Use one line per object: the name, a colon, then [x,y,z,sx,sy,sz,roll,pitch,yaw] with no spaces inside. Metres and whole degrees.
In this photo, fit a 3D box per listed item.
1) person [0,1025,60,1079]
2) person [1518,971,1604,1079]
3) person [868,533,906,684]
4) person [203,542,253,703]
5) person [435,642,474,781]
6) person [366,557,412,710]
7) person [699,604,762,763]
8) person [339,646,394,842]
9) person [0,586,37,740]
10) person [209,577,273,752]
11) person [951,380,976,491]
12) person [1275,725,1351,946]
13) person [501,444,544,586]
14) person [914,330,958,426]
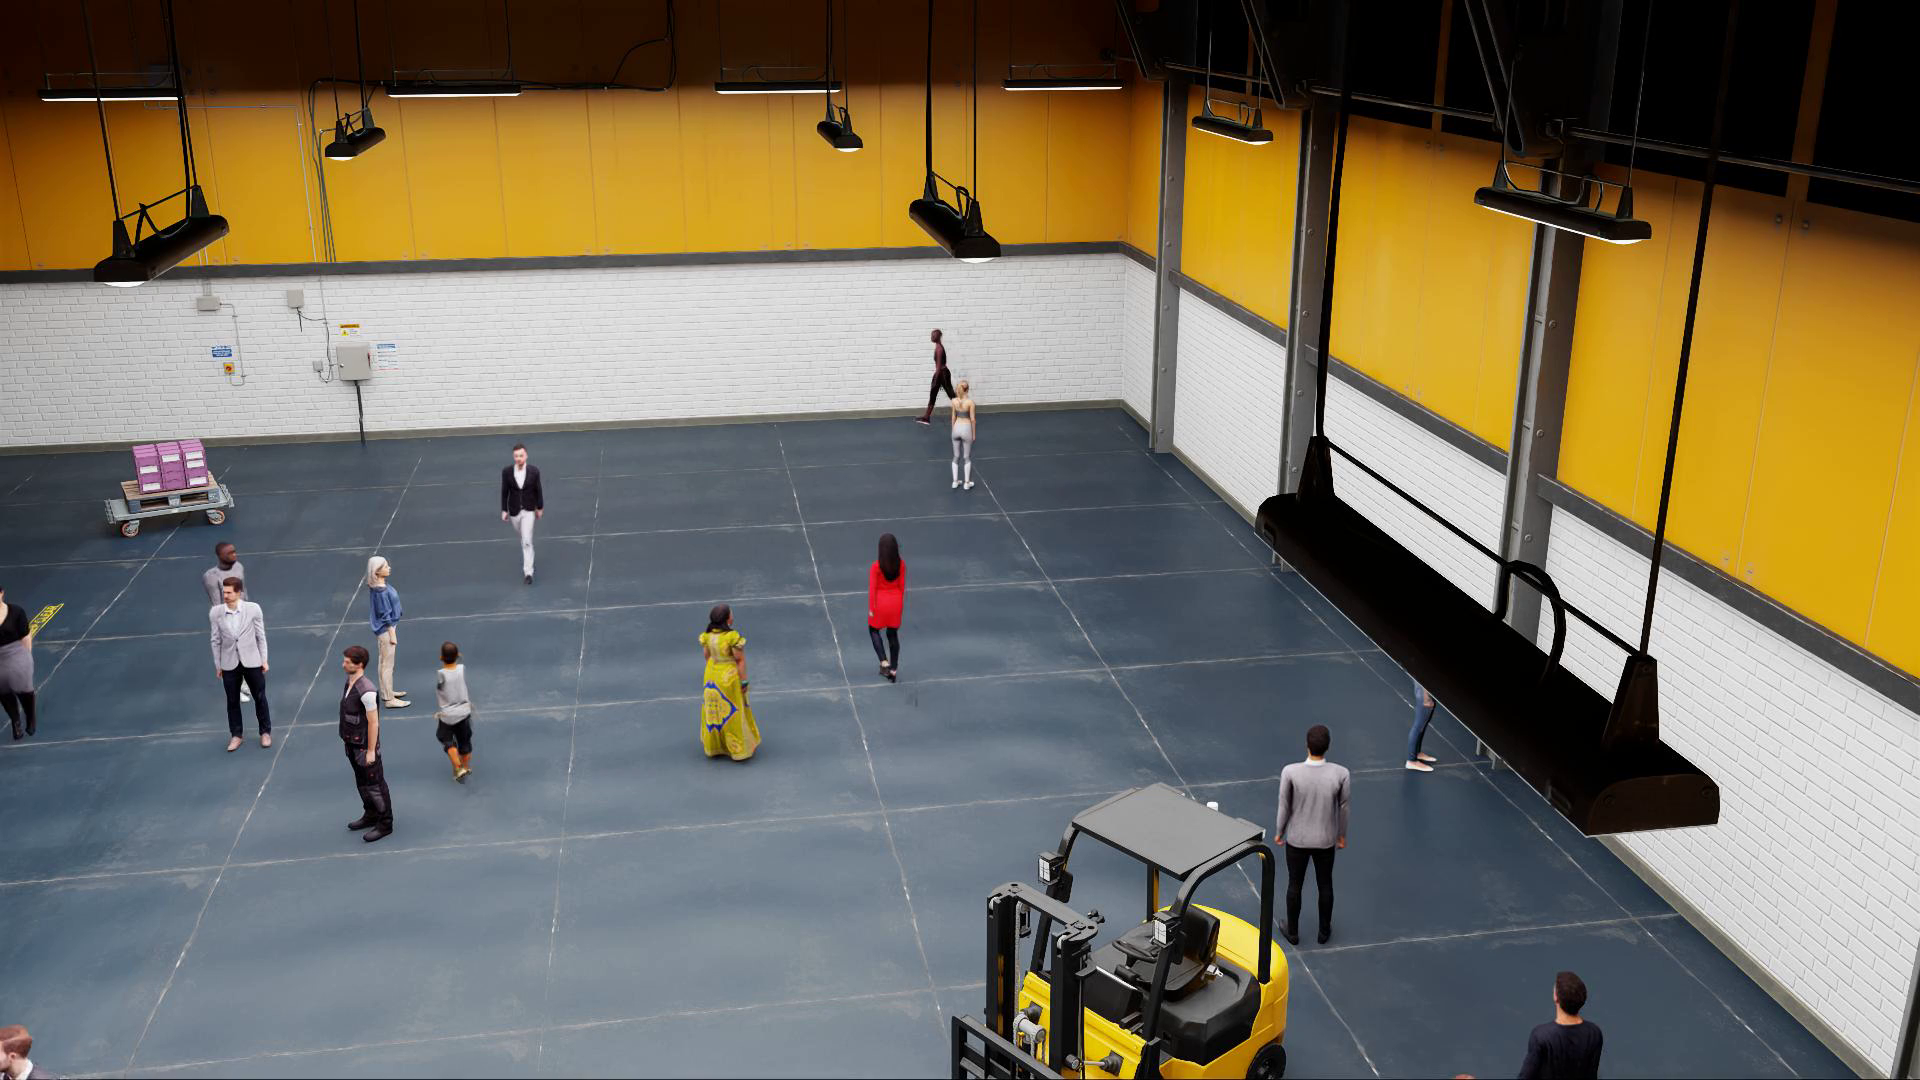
person: [-5.255,3.637,9.757,0.787,1.927,0.850,12,22,31]
person: [3.665,3.548,10.164,0.637,1.835,1.172,-3,19,-9]
person: [-0.773,0.788,18.514,0.719,1.737,0.735,-11,21,-29]
person: [-8.015,0.879,18.114,0.891,1.821,0.803,10,21,26]
person: [-4.956,1.659,16.379,0.694,1.450,0.758,-12,22,-32]
person: [-6.231,0.979,18.009,0.736,1.698,0.601,-9,21,-26]
person: [-2.362,1.425,16.744,1.006,1.660,1.043,10,21,28]
person: [-5.455,1.835,15.231,0.802,1.849,0.696,-16,25,-40]
person: [-9.854,1.227,17.203,0.695,1.742,0.667,-6,20,-18]
person: [-7.347,1.233,17.017,0.675,1.850,0.581,-4,19,-13]
person: [0.034,-1.640,25.779,0.631,1.703,0.660,7,20,19]
person: [2.850,2.389,13.469,0.800,1.923,0.728,2,19,5]
person: [-5.749,-0.385,21.900,0.742,1.800,1.236,-1,19,-4]
person: [-0.219,-2.830,29.307,0.678,1.706,1.104,-4,19,-12]
